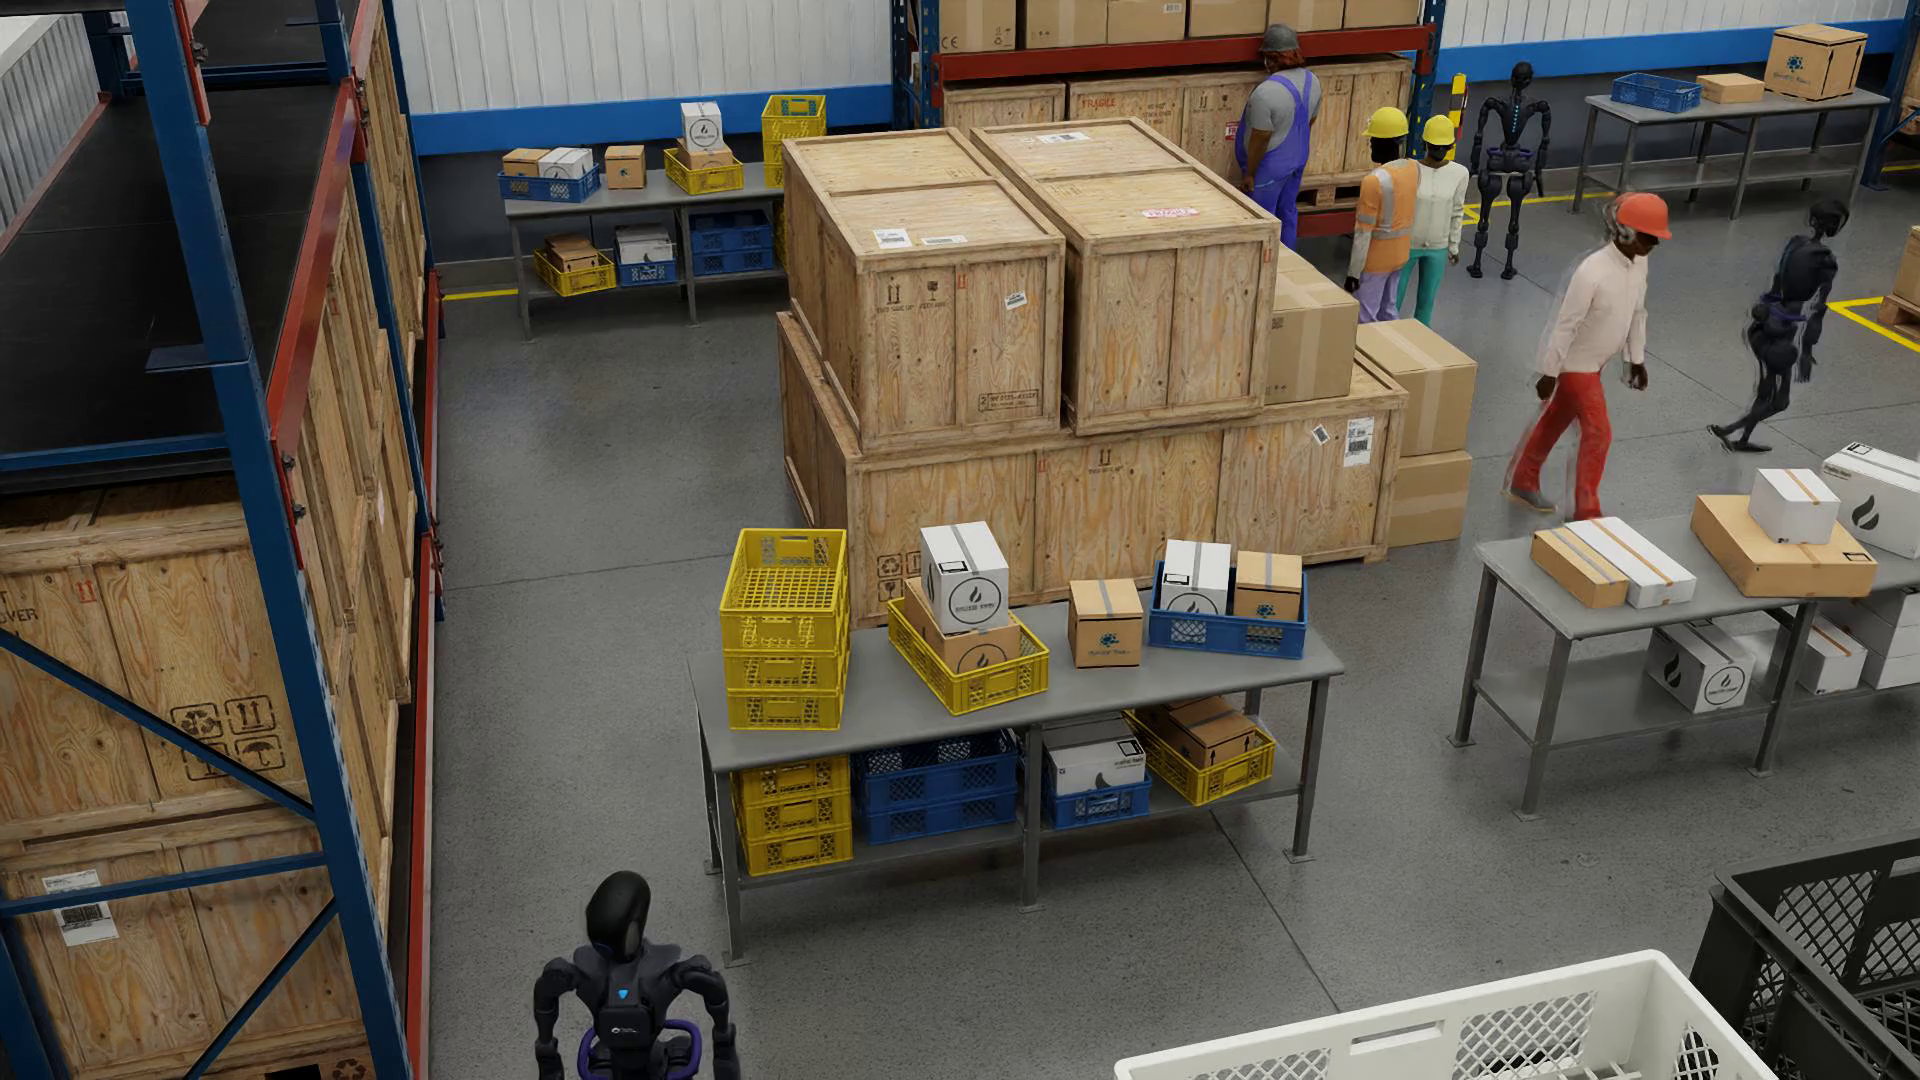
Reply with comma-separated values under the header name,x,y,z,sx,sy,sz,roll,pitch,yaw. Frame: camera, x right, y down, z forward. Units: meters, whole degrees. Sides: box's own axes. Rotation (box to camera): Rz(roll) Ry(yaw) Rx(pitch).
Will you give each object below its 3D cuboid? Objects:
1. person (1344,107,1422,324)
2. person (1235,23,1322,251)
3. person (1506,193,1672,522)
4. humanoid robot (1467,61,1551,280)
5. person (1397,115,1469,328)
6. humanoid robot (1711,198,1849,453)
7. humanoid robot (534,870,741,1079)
name,x,y,z,sx,sy,sz,roll,pitch,yaw
person,2.684,-1.824,10.726,0.400,1.917,0.582,24,37,37
person,2.300,-2.825,12.409,0.682,2.000,0.538,-24,37,-37
person,3.514,-0.947,9.104,0.934,1.942,0.608,24,37,36
humanoid robot,4.206,-2.845,12.806,0.609,1.657,0.313,7,30,12
person,3.092,-1.962,11.124,0.523,1.769,0.312,-2,29,-3
humanoid robot,4.872,-1.233,9.903,0.473,1.636,0.630,1,29,2
humanoid robot,-0.888,1.605,4.732,0.602,1.653,0.315,-2,29,-3
